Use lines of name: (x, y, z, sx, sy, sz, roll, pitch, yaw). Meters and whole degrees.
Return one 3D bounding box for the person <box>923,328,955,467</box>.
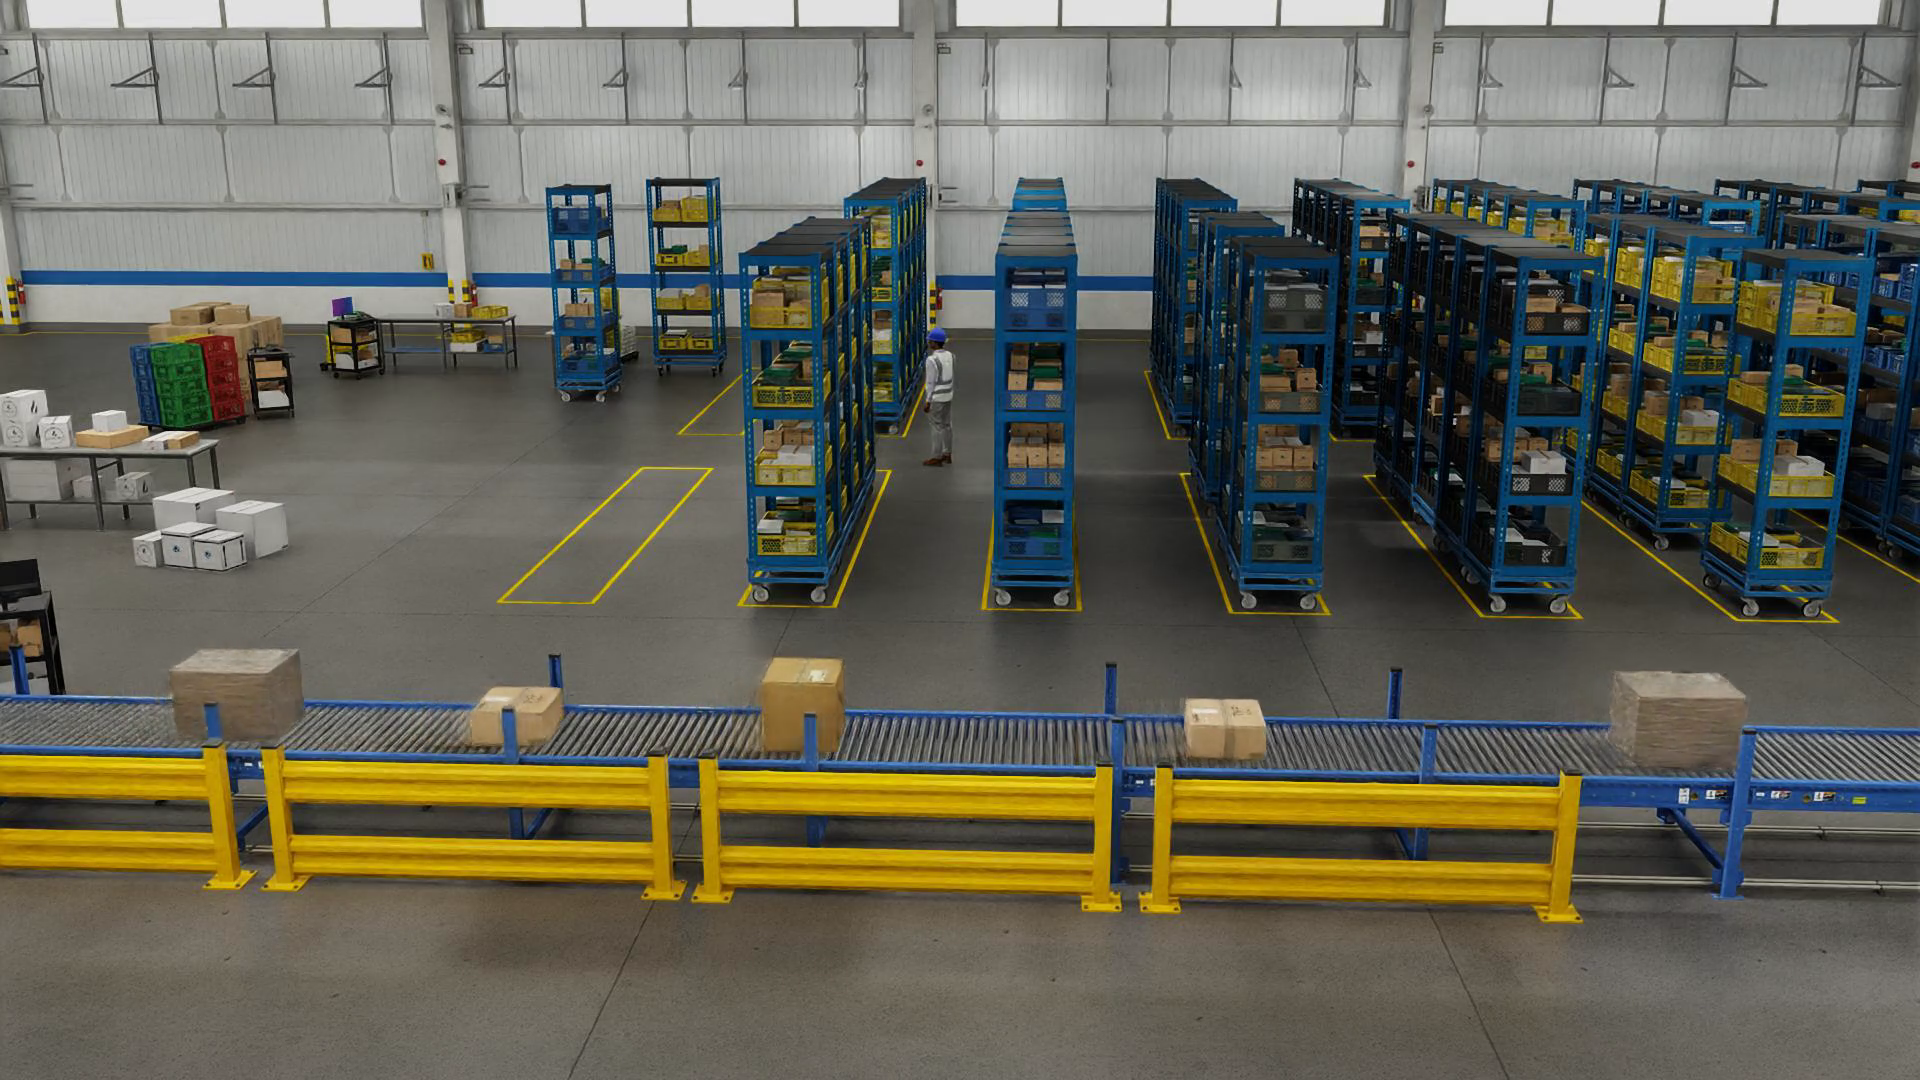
person: (-0.298, -1.997, 23.253, 0.382, 1.949, 0.614, 9, 18, 31)
